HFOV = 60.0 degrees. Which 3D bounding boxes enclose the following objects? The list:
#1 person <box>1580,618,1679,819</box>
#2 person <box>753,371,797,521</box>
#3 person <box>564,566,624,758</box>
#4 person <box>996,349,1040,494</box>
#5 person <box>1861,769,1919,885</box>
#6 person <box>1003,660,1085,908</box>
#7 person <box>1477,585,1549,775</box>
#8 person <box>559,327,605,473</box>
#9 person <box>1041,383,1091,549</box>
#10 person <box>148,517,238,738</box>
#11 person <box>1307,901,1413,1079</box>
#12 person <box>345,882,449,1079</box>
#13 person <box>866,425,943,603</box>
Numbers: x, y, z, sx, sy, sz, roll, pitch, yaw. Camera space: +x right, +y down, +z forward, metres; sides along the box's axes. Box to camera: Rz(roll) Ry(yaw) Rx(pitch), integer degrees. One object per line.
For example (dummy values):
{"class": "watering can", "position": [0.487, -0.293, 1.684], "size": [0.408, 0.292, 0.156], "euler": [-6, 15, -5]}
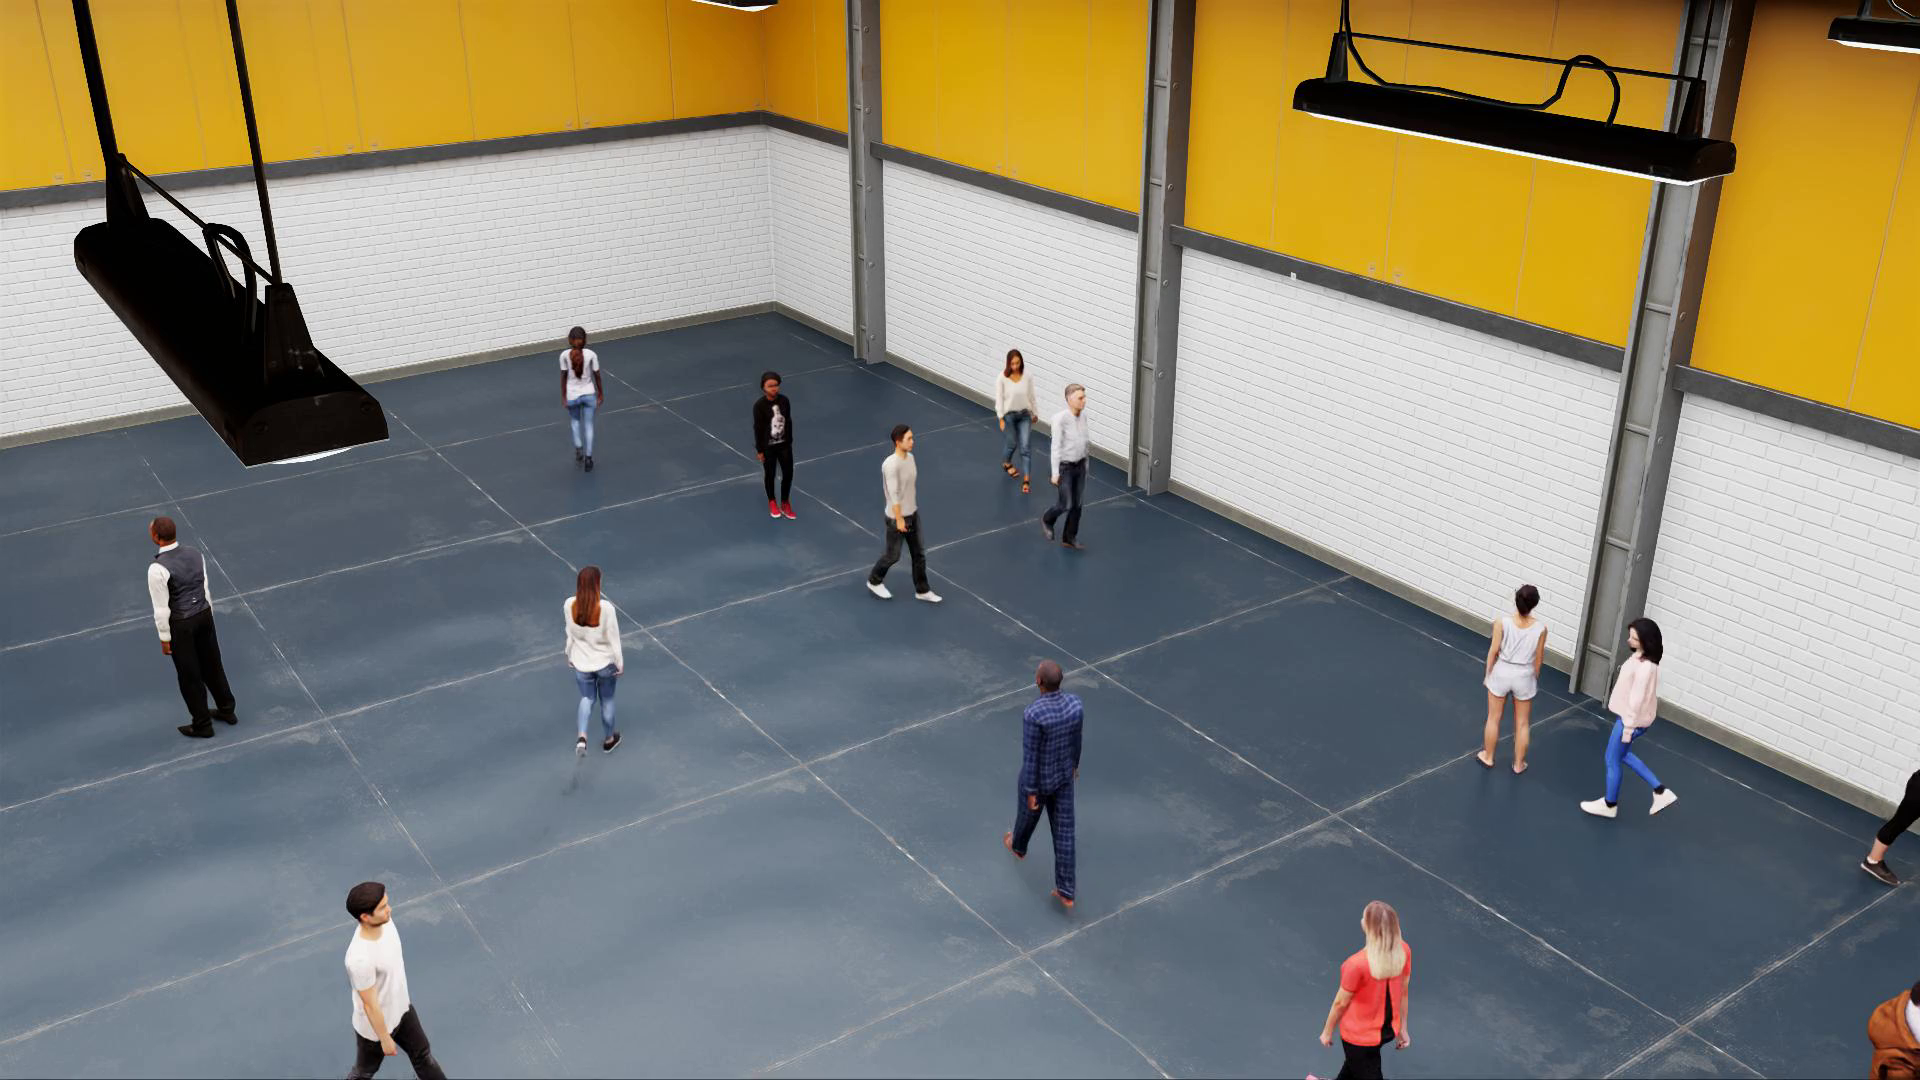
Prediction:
{"class": "person", "position": [5.103, 1.380, 12.401], "size": [1.014, 1.739, 0.869], "euler": [14, 27, 30]}
{"class": "person", "position": [-2.042, -1.052, 18.059], "size": [0.664, 1.663, 0.705], "euler": [-11, 26, -23]}
{"class": "person", "position": [-2.948, 1.020, 13.300], "size": [0.919, 1.678, 0.978], "euler": [4, 24, 10]}
{"class": "person", "position": [0.601, -1.403, 18.897], "size": [0.889, 1.636, 1.059], "euler": [-8, 25, -18]}
{"class": "person", "position": [6.739, 1.719, 11.686], "size": [0.623, 1.690, 1.098], "euler": [-14, 27, -29]}
{"class": "person", "position": [0.663, 1.718, 11.588], "size": [0.821, 1.771, 1.246], "euler": [-11, 26, -23]}
{"class": "person", "position": [4.390, 1.089, 13.220], "size": [0.666, 1.615, 0.738], "euler": [2, 24, 6]}
{"class": "person", "position": [-4.394, -1.614, 19.285], "size": [0.744, 1.711, 0.783], "euler": [-4, 24, -8]}
{"class": "person", "position": [1.079, -0.774, 17.245], "size": [0.712, 1.806, 0.800], "euler": [-20, 31, -38]}
{"class": "person", "position": [-6.360, 0.707, 13.723], "size": [0.775, 1.913, 0.774], "euler": [10, 26, 22]}
{"class": "person", "position": [2.338, 2.816, 9.235], "size": [0.649, 1.644, 1.184], "euler": [-13, 27, -28]}
{"class": "person", "position": [-3.369, 2.689, 9.475], "size": [1.111, 1.684, 1.109], "euler": [1, 24, 3]}
{"class": "person", "position": [-0.639, -0.240, 16.047], "size": [1.113, 1.787, 0.920], "euler": [13, 27, 27]}
